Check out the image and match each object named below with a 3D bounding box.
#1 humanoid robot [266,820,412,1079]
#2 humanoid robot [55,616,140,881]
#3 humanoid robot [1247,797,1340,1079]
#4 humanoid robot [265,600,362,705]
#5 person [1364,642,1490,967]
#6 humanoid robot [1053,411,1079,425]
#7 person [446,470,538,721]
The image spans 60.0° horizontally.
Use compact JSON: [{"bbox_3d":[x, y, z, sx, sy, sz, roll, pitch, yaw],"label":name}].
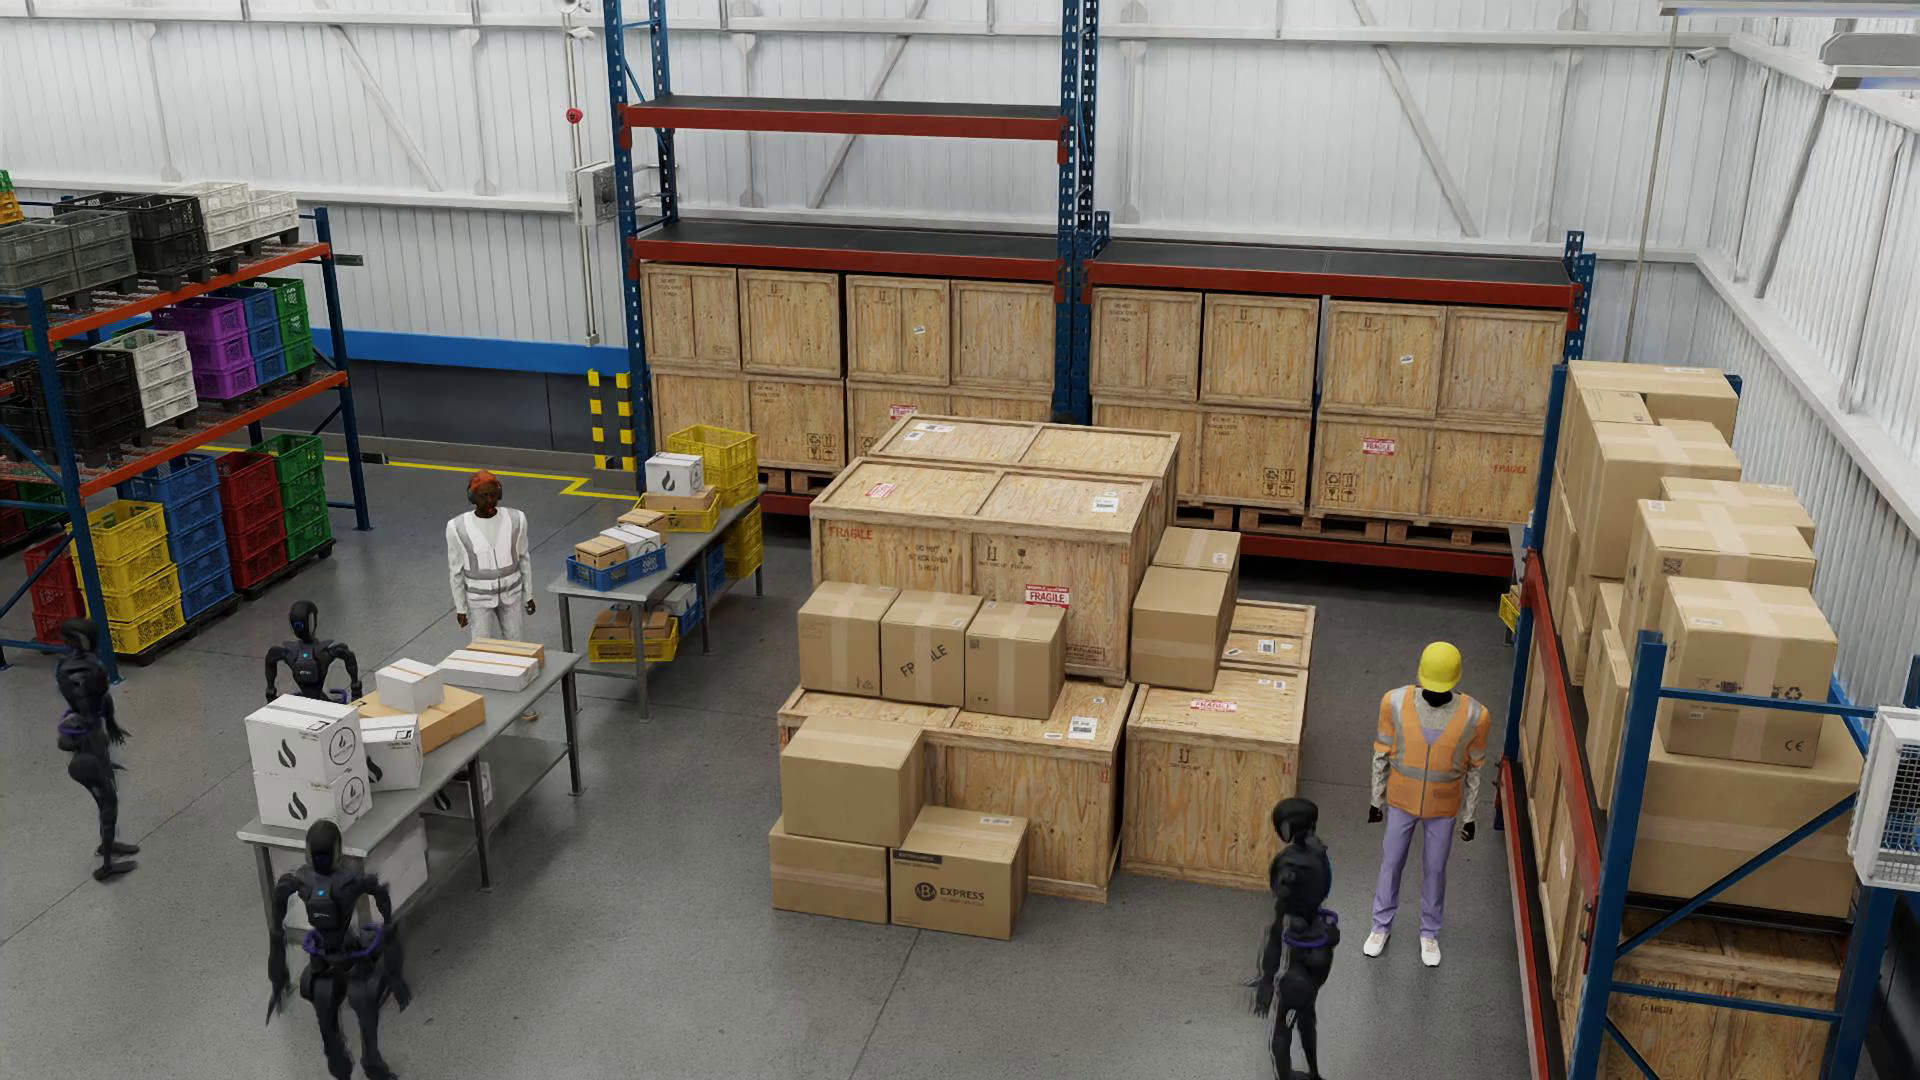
[{"bbox_3d":[-2.915,2.041,7.725,0.631,1.643,0.413,2,21,4],"label":"humanoid robot"},{"bbox_3d":[-5.157,1.201,9.923,0.339,1.645,0.653,-6,22,-16],"label":"humanoid robot"},{"bbox_3d":[1.620,1.972,7.922,0.364,1.641,0.676,10,23,24],"label":"humanoid robot"},{"bbox_3d":[-3.880,1.138,10.074,0.599,1.657,0.332,-4,21,-10],"label":"humanoid robot"},{"bbox_3d":[2.516,1.420,9.022,0.584,1.917,0.375,7,22,17],"label":"person"},{"bbox_3d":[0.855,-0.272,13.850,0.748,1.626,0.563,3,21,8],"label":"humanoid robot"},{"bbox_3d":[-3.272,0.417,11.693,0.573,1.884,0.356,-13,24,-30],"label":"person"}]
